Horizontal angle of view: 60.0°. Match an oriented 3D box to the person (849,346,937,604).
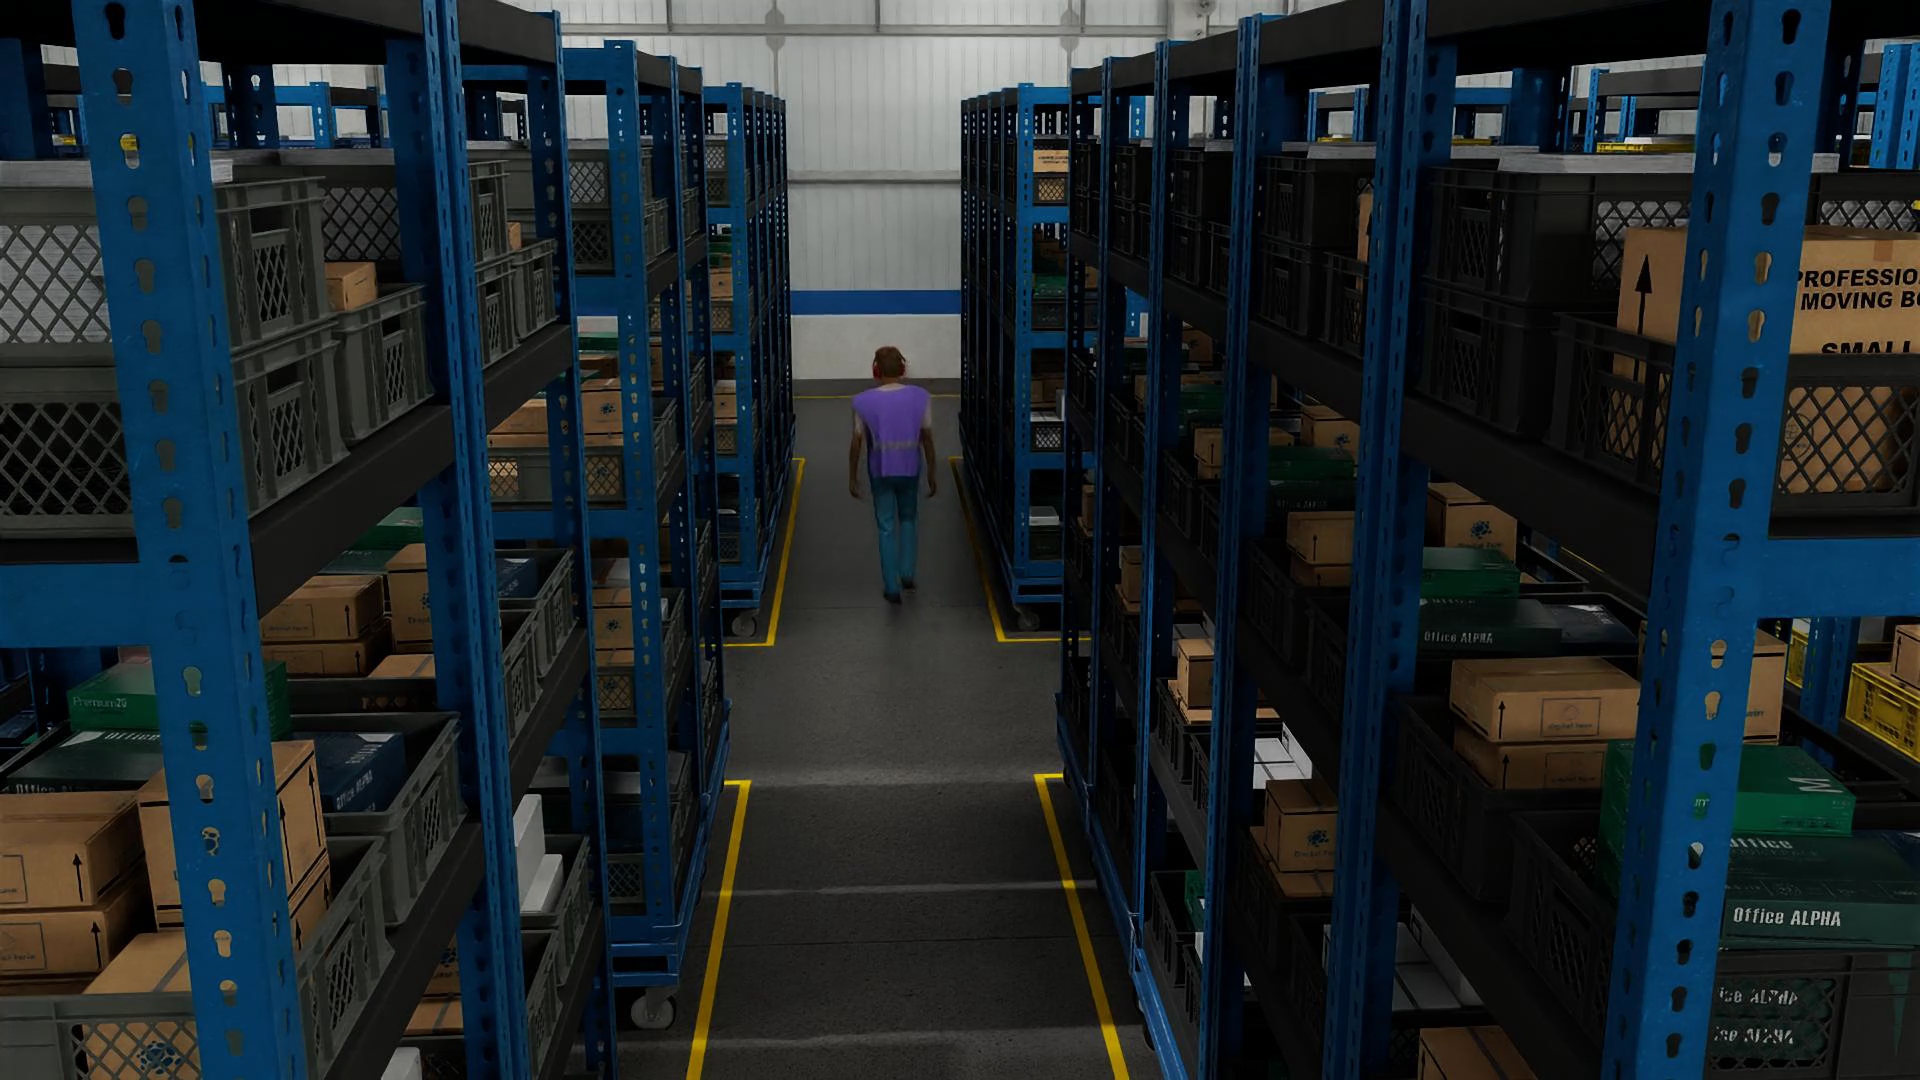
[{"bbox_3d":[-0.493,-0.474,11.888,0.613,1.823,0.567,-3,14,-13],"label":"person"}]
